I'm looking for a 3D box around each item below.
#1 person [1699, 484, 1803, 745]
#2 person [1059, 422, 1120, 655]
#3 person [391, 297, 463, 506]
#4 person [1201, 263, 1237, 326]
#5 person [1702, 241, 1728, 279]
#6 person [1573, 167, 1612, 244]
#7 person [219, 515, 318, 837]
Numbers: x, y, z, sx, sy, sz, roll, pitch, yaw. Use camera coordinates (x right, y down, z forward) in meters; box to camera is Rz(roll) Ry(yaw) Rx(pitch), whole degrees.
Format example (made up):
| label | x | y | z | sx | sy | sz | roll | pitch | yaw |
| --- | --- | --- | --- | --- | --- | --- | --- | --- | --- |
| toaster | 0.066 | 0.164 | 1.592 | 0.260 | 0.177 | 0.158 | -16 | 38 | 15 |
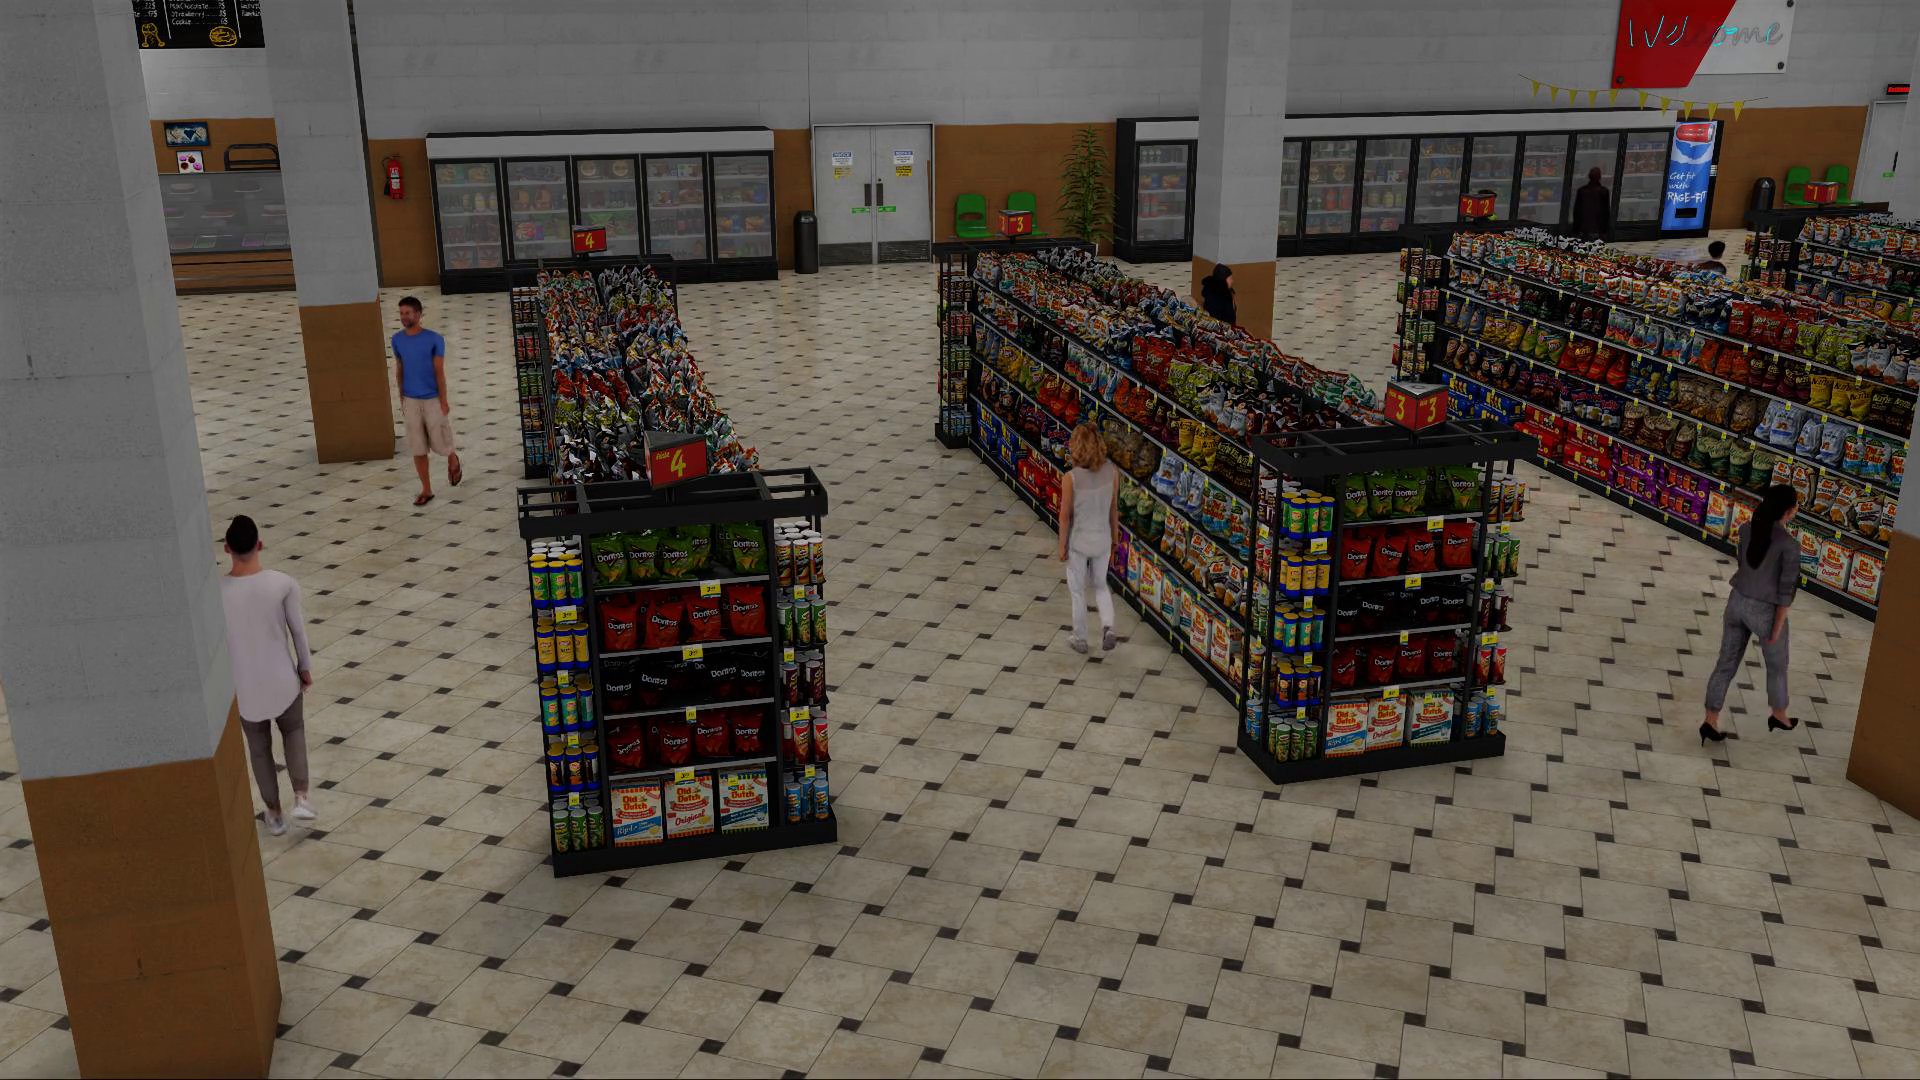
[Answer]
| label | x | y | z | sx | sy | sz | roll | pitch | yaw |
| --- | --- | --- | --- | --- | --- | --- | --- | --- | --- |
| person | 4.736 | 0.491 | 10.044 | 0.806 | 1.642 | 0.941 | -10 | 21 | -27 |
| person | 0.917 | 0.027 | 11.400 | 0.623 | 1.657 | 0.771 | -6 | 20 | -17 |
| person | -4.790 | -1.275 | 14.958 | 0.819 | 1.849 | 0.973 | 1 | 19 | 4 |
| person | 2.714 | -2.110 | 17.708 | 0.838 | 1.675 | 0.742 | 5 | 19 | 13 |
| person | 9.955 | -3.340 | 22.093 | 0.725 | 1.204 | 0.743 | -13 | 23 | -34 |
| person | 9.566 | -4.731 | 25.275 | 1.055 | 1.807 | 1.072 | 14 | 23 | 36 |
| person | -3.746 | 0.770 | 8.923 | 0.743 | 1.830 | 0.794 | -9 | 20 | -24 |
